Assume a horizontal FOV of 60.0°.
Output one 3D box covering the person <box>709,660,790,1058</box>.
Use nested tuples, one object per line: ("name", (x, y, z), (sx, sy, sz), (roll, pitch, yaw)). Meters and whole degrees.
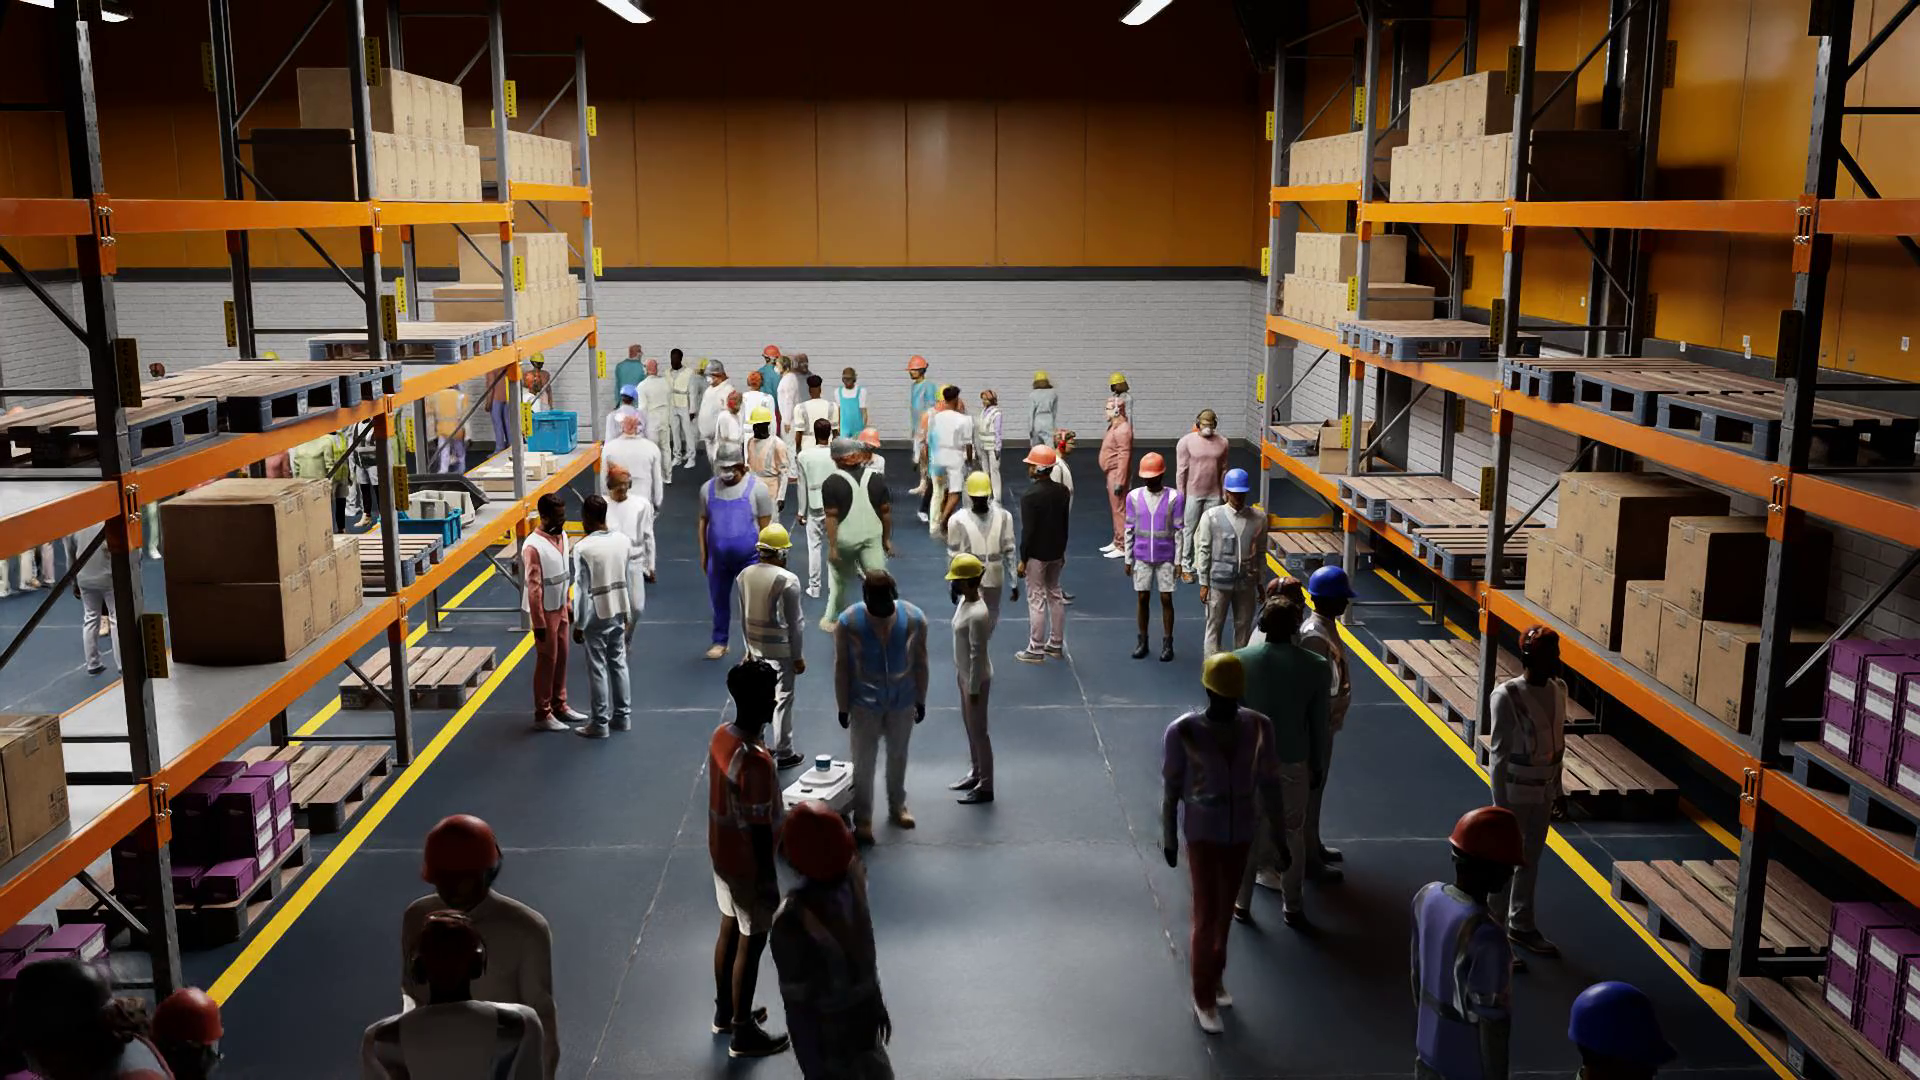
("person", (-1.029, 1.539, 8.122), (0.370, 1.959, 0.604), (-6, 13, -26))

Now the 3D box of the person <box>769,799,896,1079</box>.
("person", (-0.404, 1.896, 6.288), (0.545, 1.998, 0.678), (3, 12, 15))

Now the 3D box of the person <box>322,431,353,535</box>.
("person", (-7.648, -0.762, 20.320), (0.318, 1.697, 0.533), (6, 13, 26))

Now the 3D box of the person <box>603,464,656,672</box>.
("person", (-3.047, 0.228, 14.937), (0.598, 1.870, 0.547), (-4, 12, -20))

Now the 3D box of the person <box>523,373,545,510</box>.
("person", (-5.871, -1.360, 22.881), (0.354, 1.876, 0.574), (-7, 13, -32))

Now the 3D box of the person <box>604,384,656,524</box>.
("person", (-4.204, -1.029, 21.187), (0.694, 1.898, 0.847), (-10, 15, -41))

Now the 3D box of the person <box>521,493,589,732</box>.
("person", (-3.241, 0.566, 13.142), (0.411, 1.906, 0.602), (2, 11, 11))

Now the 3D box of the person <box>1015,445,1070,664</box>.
("person", (0.749, 0.124, 15.116), (0.368, 1.996, 0.622), (11, 15, 42))

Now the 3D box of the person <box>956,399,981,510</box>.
("person", (-0.011, -1.104, 22.226), (0.549, 1.608, 0.627), (-7, 13, -30))

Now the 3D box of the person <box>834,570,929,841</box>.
("person", (-0.506, 1.068, 10.891), (0.627, 1.810, 0.601), (-2, 12, -12))

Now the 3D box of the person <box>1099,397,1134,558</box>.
("person", (1.840, -0.741, 19.686), (0.399, 1.908, 0.643), (0, 11, 1))

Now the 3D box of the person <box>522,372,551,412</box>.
("person", (-6.547, -1.792, 25.697), (0.526, 1.596, 0.777), (-8, 14, -36))

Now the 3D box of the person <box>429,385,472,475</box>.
("person", (-7.271, -1.533, 23.730), (0.586, 1.878, 0.986), (-1, 11, -5))

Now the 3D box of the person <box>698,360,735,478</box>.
("person", (-3.405, -1.534, 23.324), (0.538, 2.000, 0.687), (-9, 14, -38))

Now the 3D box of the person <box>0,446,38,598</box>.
("person", (-10.088, -0.197, 17.680), (0.547, 1.619, 0.476), (0, 11, 1))

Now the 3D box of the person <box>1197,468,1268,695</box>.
("person", (2.308, 0.354, 14.091), (0.605, 1.949, 0.384), (-2, 11, -8))

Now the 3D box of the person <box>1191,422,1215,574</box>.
("person", (2.738, -0.489, 18.842), (0.353, 1.739, 0.574), (7, 13, 30))

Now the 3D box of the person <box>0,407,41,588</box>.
("person", (-10.279, -0.447, 17.874), (0.698, 2.000, 0.536), (-8, 14, -34))

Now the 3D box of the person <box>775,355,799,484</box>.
("person", (-2.579, -1.809, 24.990), (0.371, 1.931, 0.637), (-1, 11, -6))

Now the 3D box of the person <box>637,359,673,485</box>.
("person", (-4.546, -1.734, 24.677), (0.400, 1.905, 0.643), (9, 14, 37))

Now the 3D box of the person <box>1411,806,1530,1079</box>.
("person", (1.907, 1.928, 6.250), (0.374, 1.928, 0.542), (-3, 12, -15))

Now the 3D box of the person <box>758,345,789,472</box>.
("person", (-2.943, -2.051, 26.032), (0.382, 1.993, 0.622), (-9, 15, -39))

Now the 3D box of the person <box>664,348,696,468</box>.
("person", (-4.455, -2.107, 26.546), (0.586, 1.910, 0.396), (6, 13, 28))

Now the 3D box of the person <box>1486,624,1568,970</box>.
("person", (3.102, 1.386, 9.083), (0.572, 1.883, 0.356), (-8, 14, -34))

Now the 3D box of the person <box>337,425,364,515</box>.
("person", (-8.233, -1.201, 22.424), (0.321, 1.737, 0.485), (5, 12, 23))

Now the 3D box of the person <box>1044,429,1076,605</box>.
("person", (1.008, -0.242, 17.364), (0.397, 1.836, 0.562), (1, 11, 6))

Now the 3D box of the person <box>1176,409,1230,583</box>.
("person", (2.680, -0.488, 18.353), (0.627, 1.934, 0.371), (-3, 12, -16))

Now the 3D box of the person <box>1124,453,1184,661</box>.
("person", (1.762, 0.151, 15.178), (0.550, 1.924, 0.386), (3, 12, 17))

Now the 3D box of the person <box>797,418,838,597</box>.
("person", (-1.439, -0.337, 17.667), (0.585, 1.911, 0.391), (-5, 12, -23))

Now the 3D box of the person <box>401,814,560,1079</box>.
("person", (-1.758, 1.936, 6.072), (0.620, 1.985, 0.408), (3, 12, 16))

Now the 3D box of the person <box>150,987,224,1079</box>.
("person", (-2.377, 2.234, 5.284), (0.572, 1.692, 0.912), (-2, 11, -8))

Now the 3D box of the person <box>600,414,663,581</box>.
("person", (-3.600, -0.439, 18.224), (0.663, 1.882, 0.415), (-4, 12, -18))

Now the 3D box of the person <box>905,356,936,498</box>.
("person", (-0.558, -1.616, 23.781), (0.441, 2.033, 0.611), (-6, 13, -27))

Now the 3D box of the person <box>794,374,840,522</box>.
("person", (-1.876, -1.189, 21.797), (0.603, 1.959, 0.376), (-3, 12, -17))
